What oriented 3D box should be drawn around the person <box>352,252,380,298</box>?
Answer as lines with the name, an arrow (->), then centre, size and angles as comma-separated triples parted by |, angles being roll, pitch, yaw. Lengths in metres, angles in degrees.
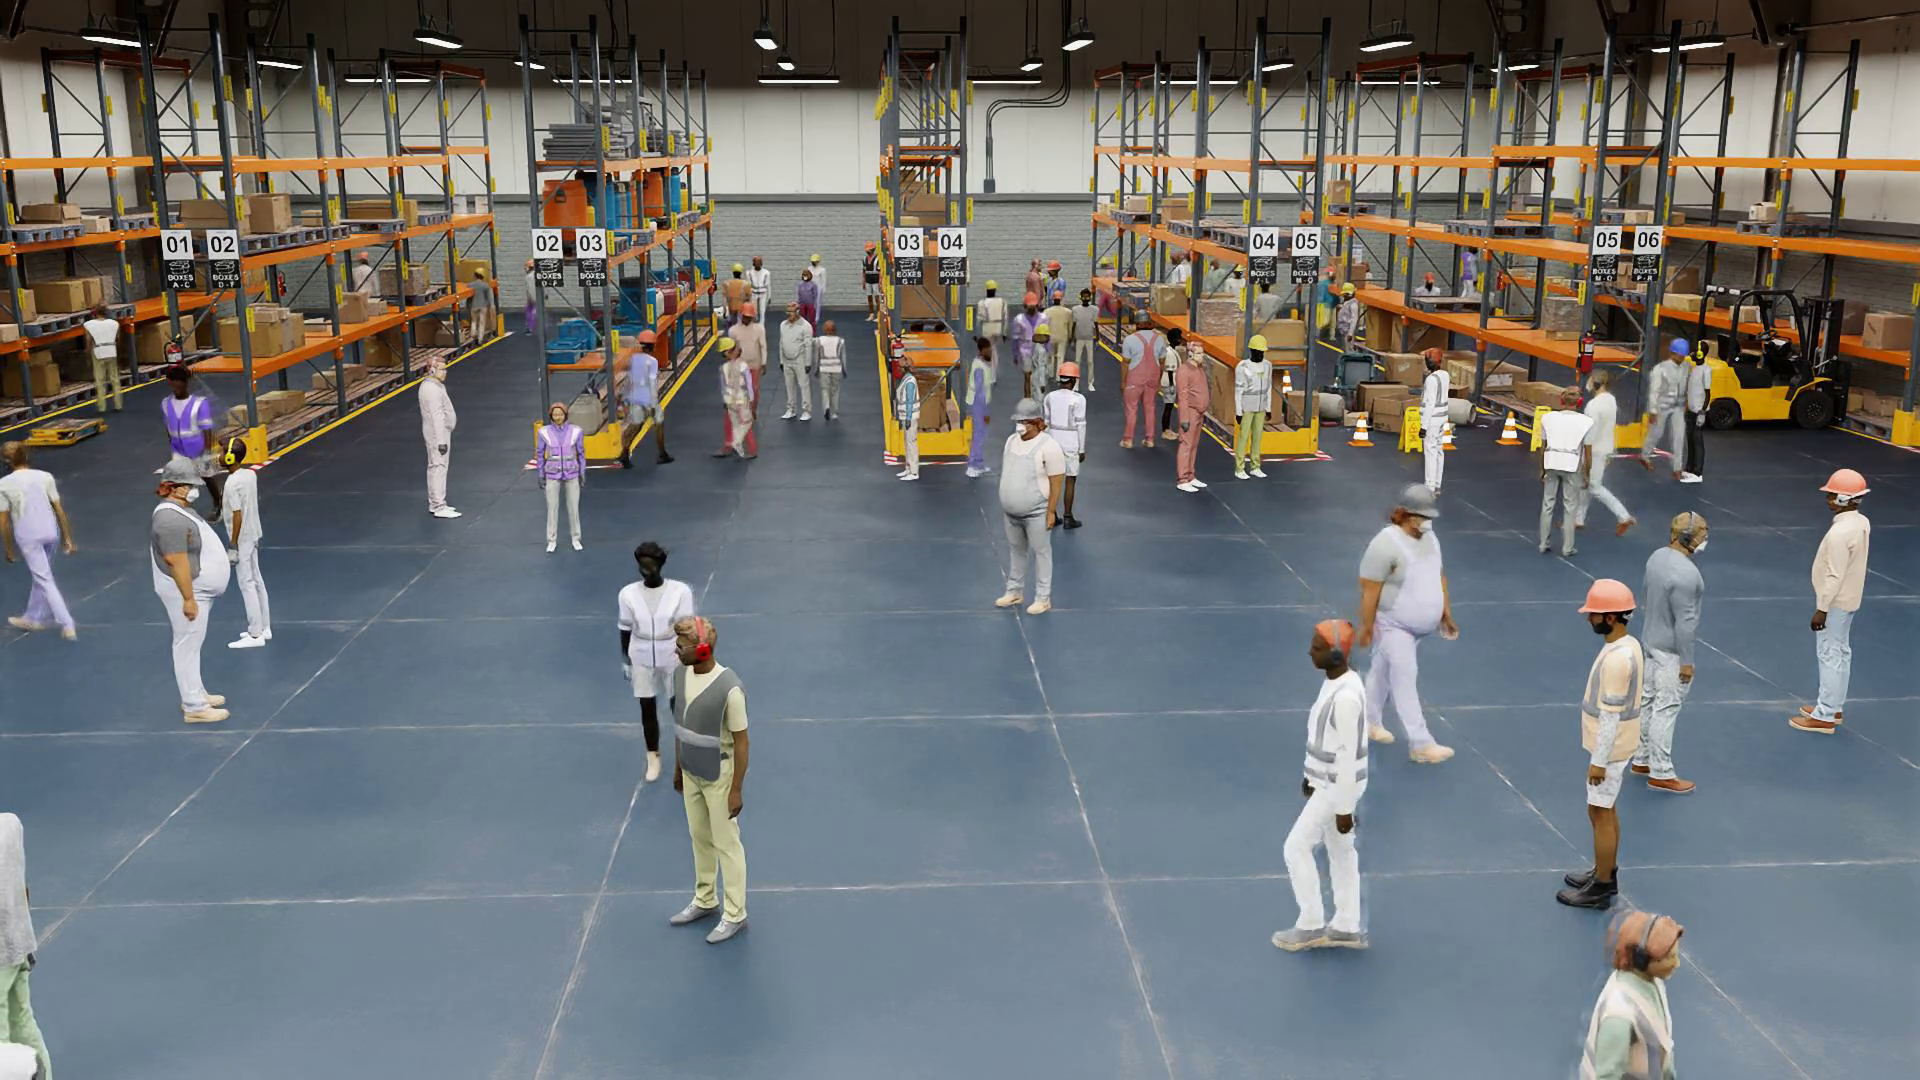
person -> -13.641, -5.634, 38.280 | 0.640, 1.972, 0.434 | 4, 14, 15

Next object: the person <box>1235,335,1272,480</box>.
person -> 3.881, -1.751, 21.960 | 0.581, 1.919, 0.406 | -8, 15, -30

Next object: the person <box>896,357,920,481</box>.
person -> -0.682, -1.604, 21.945 | 0.311, 1.631, 0.504 | -2, 13, -8

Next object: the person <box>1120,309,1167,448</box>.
person -> 2.636, -2.365, 24.288 | 0.684, 2.000, 0.535 | -5, 14, -21

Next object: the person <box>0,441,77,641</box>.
person -> -8.209, 0.009, 14.781 | 0.917, 1.796, 0.515 | 7, 15, 27

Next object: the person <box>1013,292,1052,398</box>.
person -> 1.173, -3.120, 27.602 | 0.615, 2.003, 1.025 | -3, 14, -12

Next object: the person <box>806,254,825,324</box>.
person -> -3.570, -6.252, 41.373 | 0.536, 1.749, 0.547 | 5, 14, 22

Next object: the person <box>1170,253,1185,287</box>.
person -> 5.194, -5.891, 39.581 | 0.452, 1.872, 0.623 | 8, 15, 29

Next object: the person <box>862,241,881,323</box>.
person -> -2.214, -6.472, 41.723 | 0.619, 2.028, 0.410 | 9, 16, 34

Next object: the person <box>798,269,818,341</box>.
person -> -3.450, -5.312, 37.644 | 0.498, 1.633, 0.286 | 6, 15, 24

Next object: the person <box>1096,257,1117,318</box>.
person -> 3.555, -6.045, 40.561 | 0.921, 1.722, 0.535 | -5, 14, -20

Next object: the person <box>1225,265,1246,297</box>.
person -> 6.205, -5.301, 37.315 | 0.533, 1.768, 0.312 | 0, 13, 1

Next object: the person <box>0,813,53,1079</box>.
person -> -4.113, 1.795, 7.057 | 0.340, 1.866, 0.518 | -1, 13, -3

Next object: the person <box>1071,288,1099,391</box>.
person -> 2.248, -3.591, 29.881 | 0.506, 1.861, 0.330 | 1, 13, 2

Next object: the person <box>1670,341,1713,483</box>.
person -> 9.617, -1.677, 21.755 | 0.330, 1.865, 0.518 | 1, 13, 4

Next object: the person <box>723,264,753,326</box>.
person -> -4.733, -4.945, 35.566 | 0.616, 1.868, 1.001 | 1, 13, 3

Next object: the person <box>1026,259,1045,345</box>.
person -> 1.687, -5.292, 36.980 | 0.403, 1.904, 0.651 | -3, 14, -14

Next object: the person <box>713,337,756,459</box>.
person -> -3.166, -1.992, 23.345 | 0.496, 1.744, 0.536 | -4, 14, -17

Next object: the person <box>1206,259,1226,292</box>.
person -> 6.339, -6.202, 41.473 | 0.767, 1.589, 0.517 | -9, 16, -34

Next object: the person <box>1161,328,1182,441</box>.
person -> 3.160, -2.337, 24.928 | 0.319, 1.689, 0.539 | 2, 13, 9

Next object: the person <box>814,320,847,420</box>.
person -> -2.065, -2.704, 26.616 | 0.529, 1.619, 0.556 | -2, 13, -7

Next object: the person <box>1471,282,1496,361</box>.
person -> 10.213, -4.189, 32.424 | 0.567, 1.841, 0.818 | 0, 13, -1

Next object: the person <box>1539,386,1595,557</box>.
person -> 6.468, -0.731, 17.813 | 0.560, 1.837, 0.387 | 9, 16, 33

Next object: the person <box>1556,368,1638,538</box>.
person -> 7.216, -0.967, 18.667 | 0.843, 1.915, 0.630 | 10, 16, 35

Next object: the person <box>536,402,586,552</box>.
person -> -4.312, -0.684, 18.025 | 0.521, 1.638, 0.311 | -4, 14, -16

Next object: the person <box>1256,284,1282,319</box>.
person -> 7.874, -6.376, 42.198 | 0.763, 1.607, 0.552 | 4, 14, 17

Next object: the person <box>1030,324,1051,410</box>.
person -> 1.202, -2.360, 24.908 | 0.313, 1.741, 0.487 | -2, 13, -10

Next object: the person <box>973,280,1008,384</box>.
person -> 0.550, -3.884, 31.024 | 0.602, 1.904, 0.685 | -8, 15, -30

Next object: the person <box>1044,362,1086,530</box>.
person -> 1.225, -1.090, 19.161 | 0.545, 1.920, 0.417 | 10, 17, 36

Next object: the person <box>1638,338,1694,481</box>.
person -> 9.409, -1.779, 22.147 | 0.633, 1.895, 0.940 | -1, 13, -5

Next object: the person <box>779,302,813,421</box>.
person -> -2.654, -2.871, 26.750 | 0.649, 1.900, 0.394 | 9, 16, 33

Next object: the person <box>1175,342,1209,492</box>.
person -> 2.977, -1.582, 21.258 | 0.410, 1.909, 0.643 | 6, 15, 25

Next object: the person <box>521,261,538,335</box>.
person -> -10.023, -5.671, 39.006 | 0.663, 1.708, 0.579 | 5, 14, 20
